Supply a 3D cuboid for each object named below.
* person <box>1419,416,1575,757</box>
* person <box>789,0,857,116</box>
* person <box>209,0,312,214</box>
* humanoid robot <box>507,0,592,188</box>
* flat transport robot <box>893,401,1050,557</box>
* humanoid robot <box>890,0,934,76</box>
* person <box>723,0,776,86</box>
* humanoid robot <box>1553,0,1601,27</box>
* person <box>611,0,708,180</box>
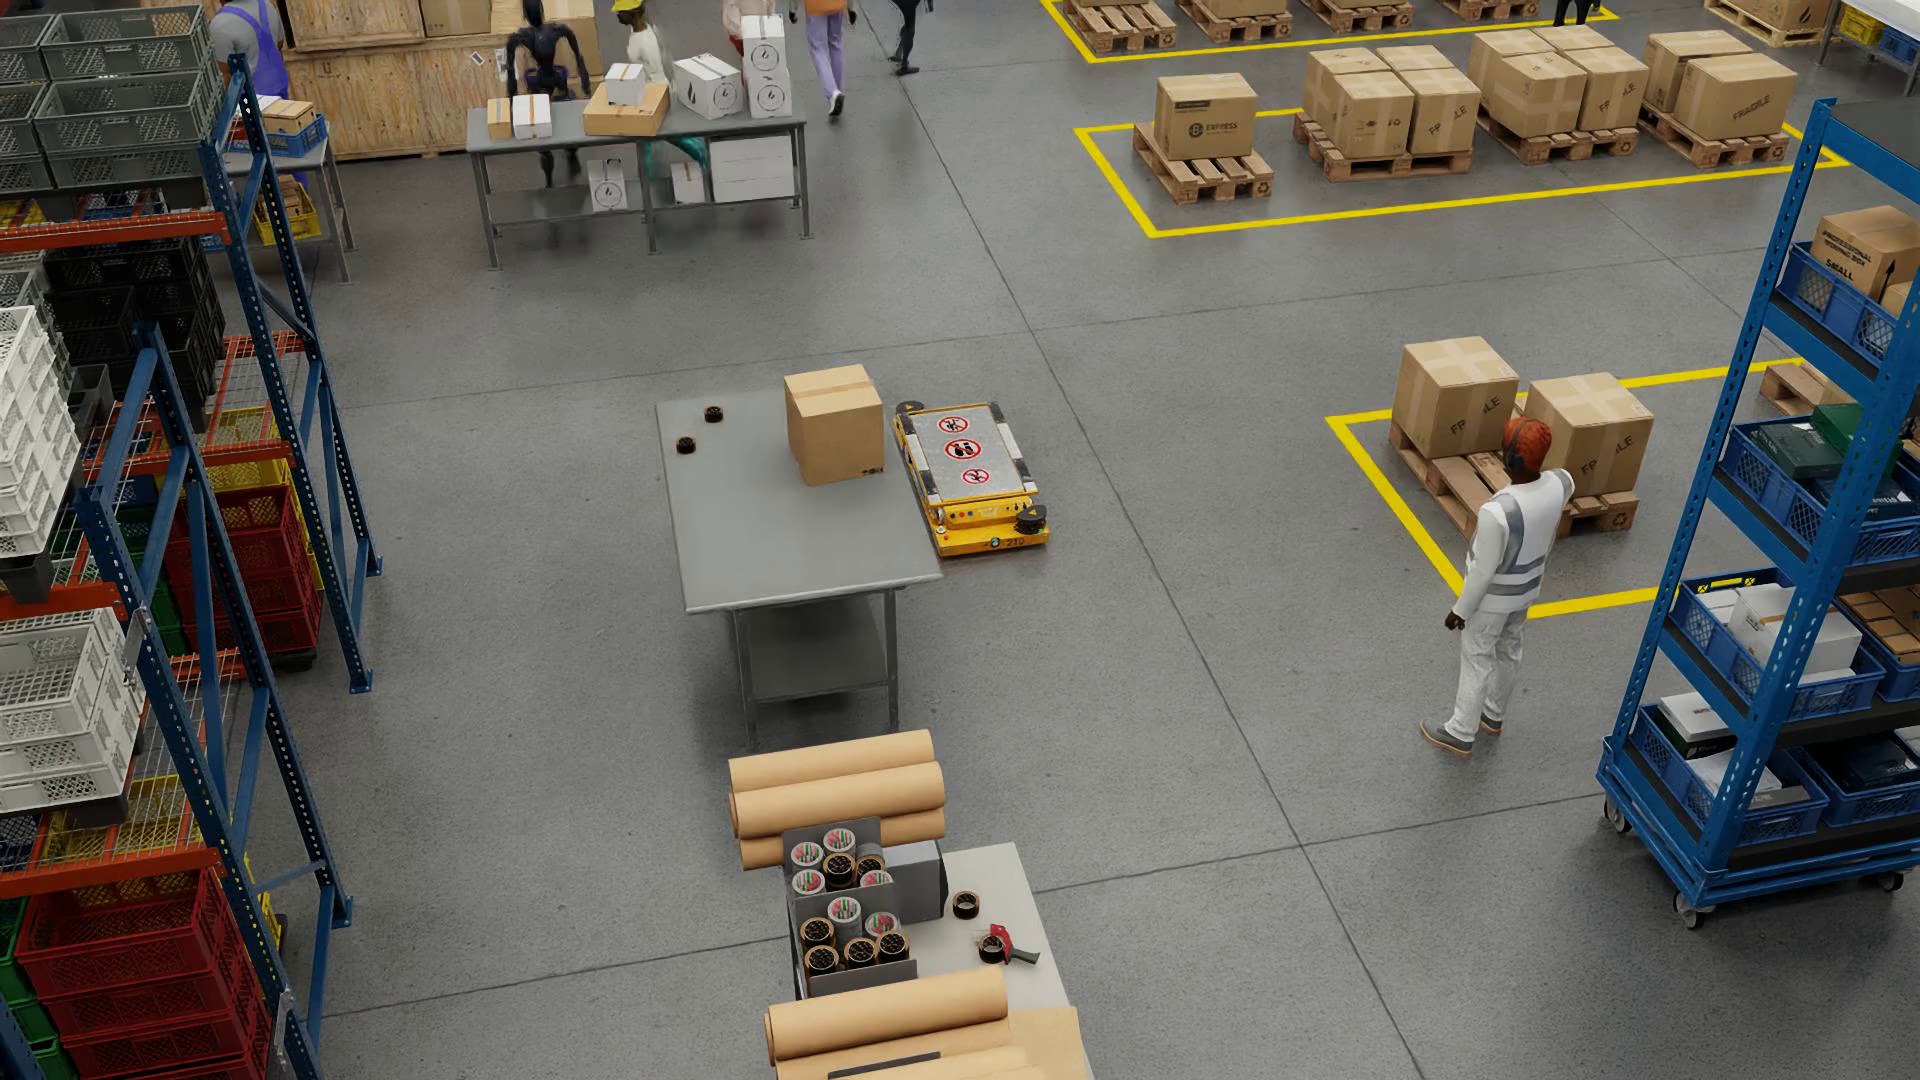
[{"bbox_3d":[2.550,0.232,7.886,0.573,1.887,0.355,-23,42,-28],"label":"person"},{"bbox_3d":[-1.151,-4.635,14.431,0.597,1.891,0.709,-18,40,-23],"label":"person"},{"bbox_3d":[-5.426,-3.456,12.715,0.536,2.000,0.679,10,38,14],"label":"person"},{"bbox_3d":[-3.271,-3.529,13.177,0.668,1.616,0.758,-14,39,-18],"label":"humanoid robot"},{"bbox_3d":[0.046,-0.430,10.108,0.652,0.197,1.431,-8,37,-10],"label":"flat transport robot"},{"bbox_3d":[-0.497,-5.102,15.230,0.387,1.641,0.615,-23,43,-28],"label":"humanoid robot"},{"bbox_3d":[-1.713,-4.289,13.913,0.689,1.949,0.649,18,40,23],"label":"person"},{"bbox_3d":[5.661,-5.108,15.227,0.325,1.657,0.596,-24,43,-28],"label":"humanoid robot"},{"bbox_3d":[-2.346,-3.490,13.024,0.845,1.719,0.560,-10,38,-13],"label":"person"}]
